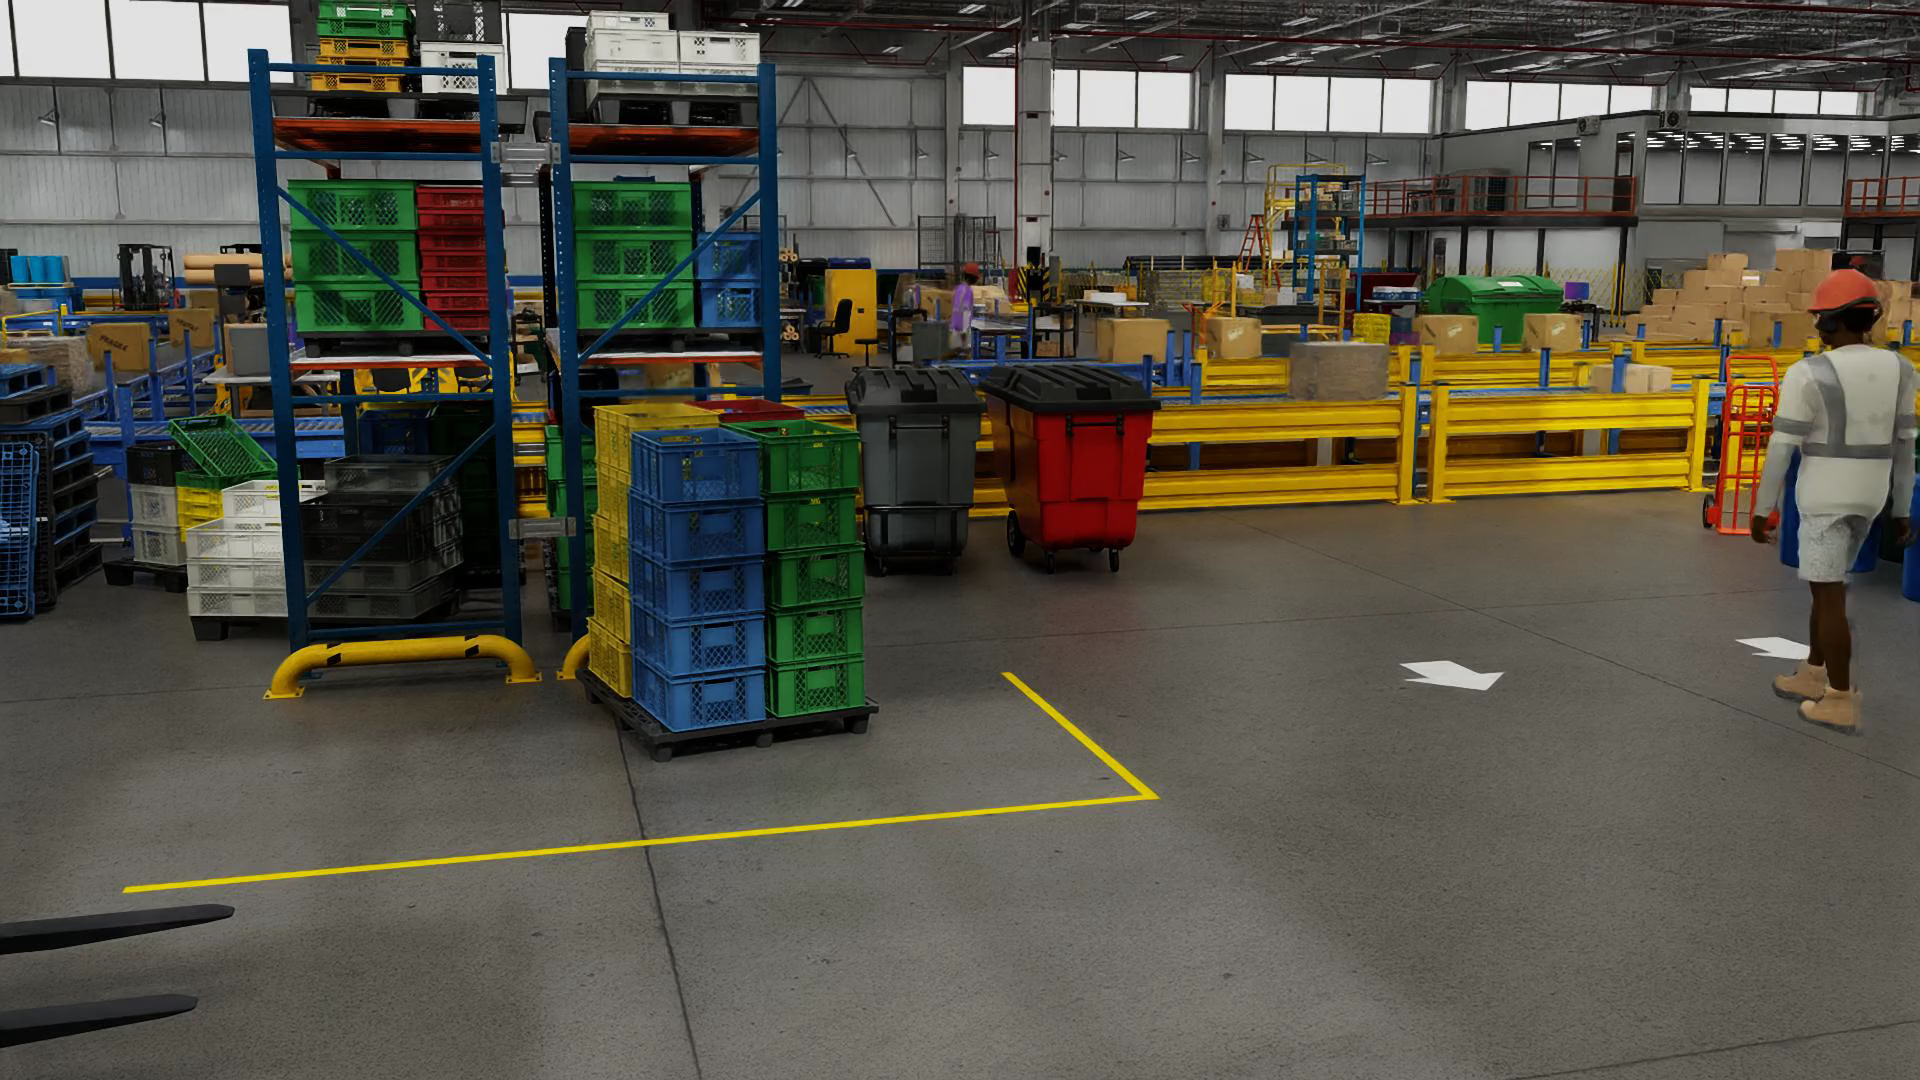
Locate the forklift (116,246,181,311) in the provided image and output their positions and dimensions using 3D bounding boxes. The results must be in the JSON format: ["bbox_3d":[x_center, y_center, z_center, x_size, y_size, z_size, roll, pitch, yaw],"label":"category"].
[{"bbox_3d":[-19.966,-6.232,40.894,1.157,1.987,2.680,-3,10,-15],"label":"forklift"}]

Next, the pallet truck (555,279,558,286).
[{"bbox_3d":[-10.604,-6.375,44.520,0.653,1.274,1.630,-3,10,-15],"label":"pallet truck"}]

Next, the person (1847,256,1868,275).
[{"bbox_3d":[15.823,-4.005,29.233,0.811,1.968,0.623,9,13,41],"label":"person"}]

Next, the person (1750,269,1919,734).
[{"bbox_3d":[3.837,-0.188,7.448,0.647,2.016,0.793,-2,10,-12],"label":"person"}]

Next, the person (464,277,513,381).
[{"bbox_3d":[-6.654,-2.969,23.606,0.667,1.874,0.831,-8,13,-40],"label":"person"}]

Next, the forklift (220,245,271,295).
[{"bbox_3d":[-17.749,-6.334,41.440,1.157,1.987,2.680,-3,10,-17],"label":"forklift"}]

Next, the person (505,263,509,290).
[{"bbox_3d":[-10.824,-5.721,39.503,0.308,1.769,0.525,-7,12,-35],"label":"person"}]

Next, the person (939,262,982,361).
[{"bbox_3d":[-0.047,-3.224,25.000,0.812,1.899,0.561,-4,11,-22],"label":"person"}]
